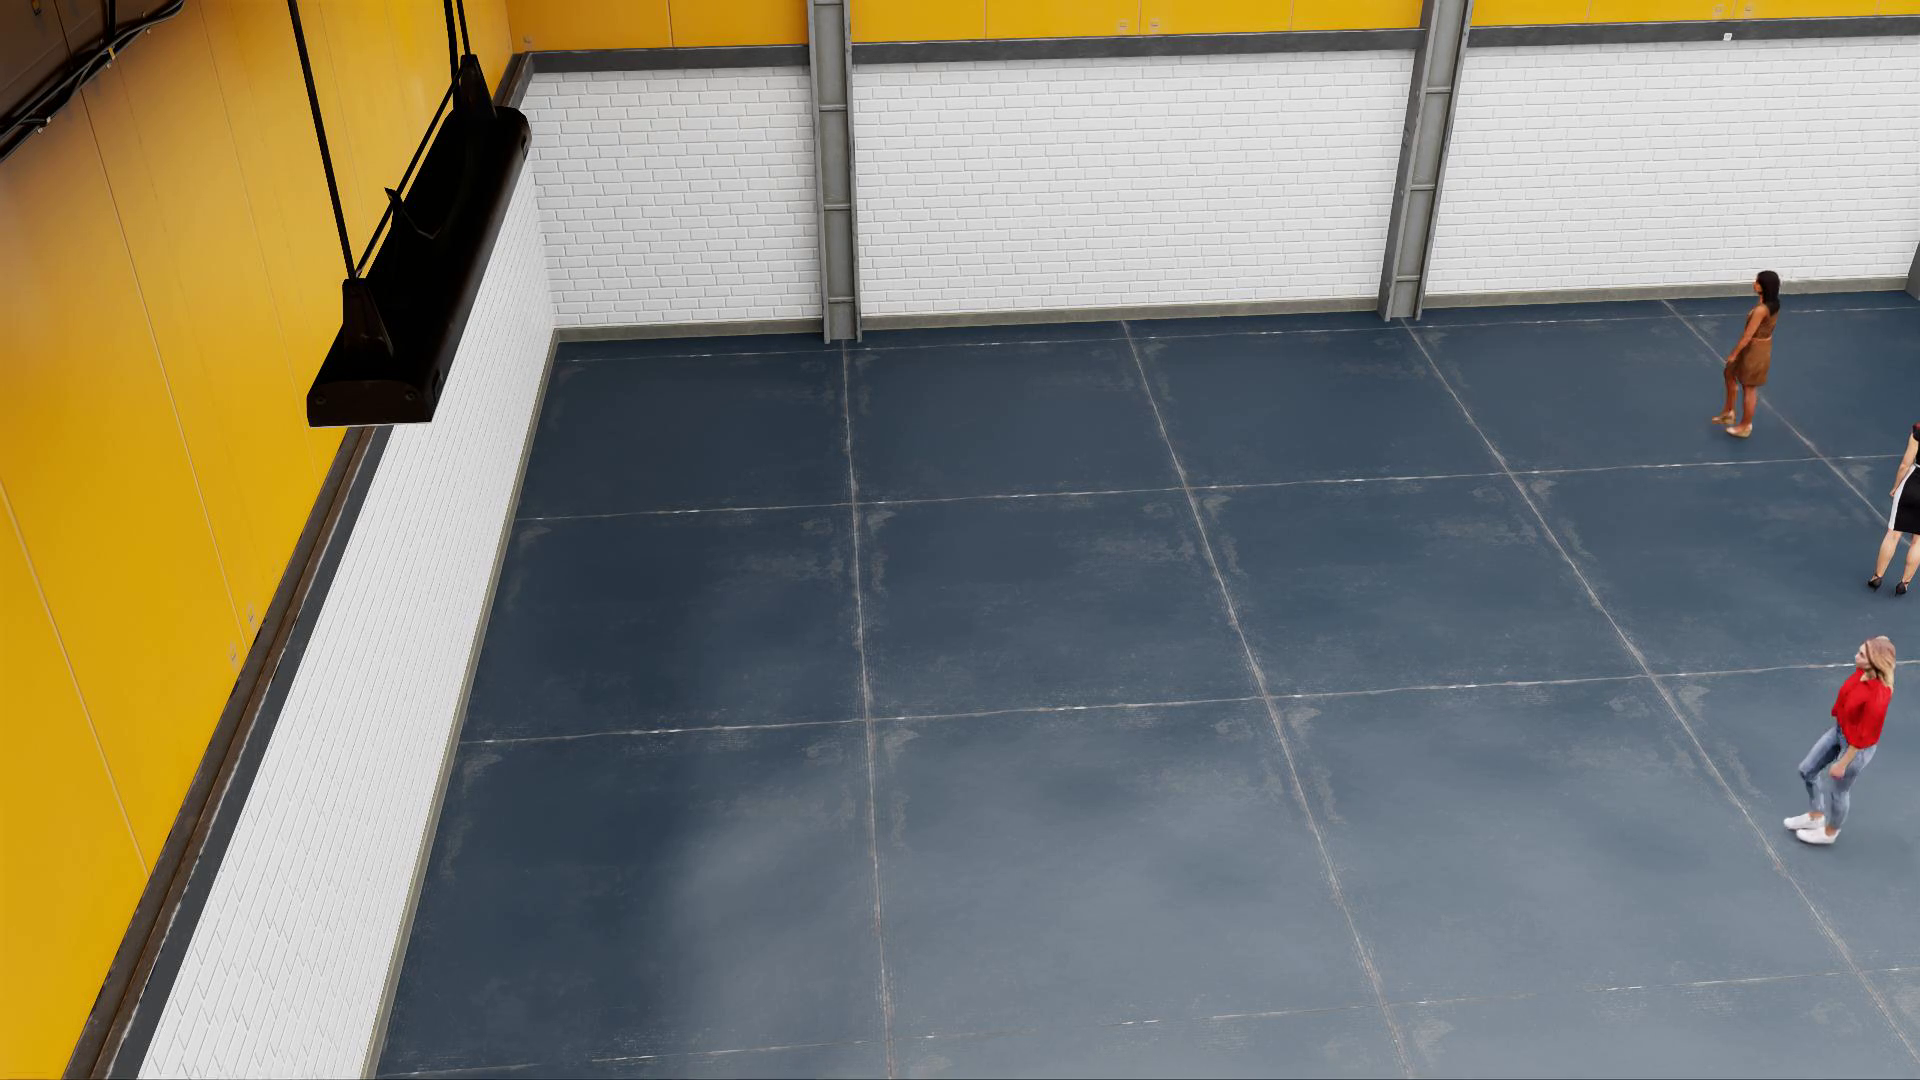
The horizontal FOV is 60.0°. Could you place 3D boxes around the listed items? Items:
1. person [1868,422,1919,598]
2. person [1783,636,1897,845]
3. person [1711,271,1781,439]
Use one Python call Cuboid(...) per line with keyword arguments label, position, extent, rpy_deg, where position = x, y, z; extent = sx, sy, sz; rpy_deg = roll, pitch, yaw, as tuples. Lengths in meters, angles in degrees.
Cuboid(label="person", position=(7.612, -0.338, 13.185), extent=(0.607, 1.797, 0.708), rpy_deg=(18, 38, 25))
Cuboid(label="person", position=(5.836, 1.333, 10.762), extent=(0.656, 1.695, 0.689), rpy_deg=(5, 34, 7))
Cuboid(label="person", position=(7.381, -1.669, 15.300), extent=(0.749, 1.673, 0.694), rpy_deg=(17, 37, 24))
